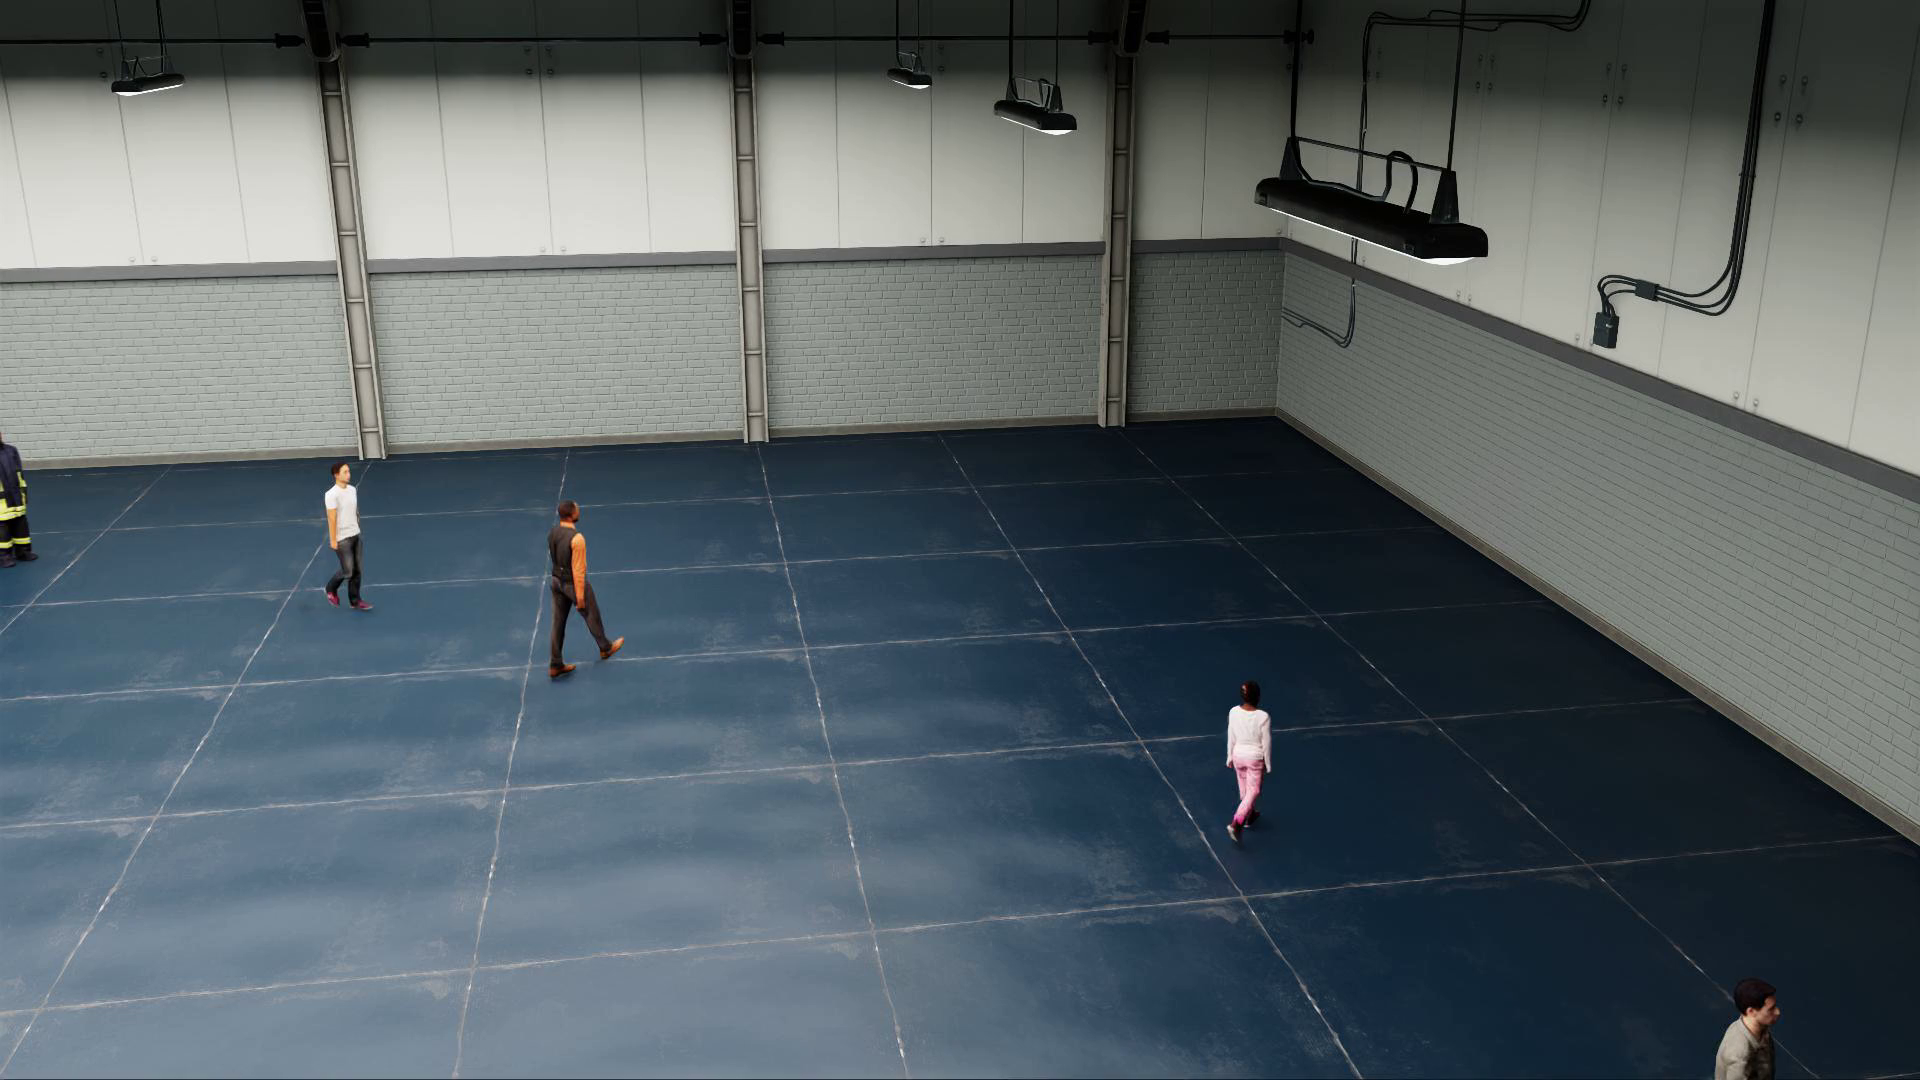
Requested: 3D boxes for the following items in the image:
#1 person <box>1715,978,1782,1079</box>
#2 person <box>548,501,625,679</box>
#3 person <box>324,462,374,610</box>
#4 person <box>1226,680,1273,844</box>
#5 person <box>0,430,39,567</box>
[{"bbox_3d":[4.204,3.255,9.227,1.178,1.842,1.167,15,23,38],"label":"person"},{"bbox_3d":[-4.181,0.548,17.500,1.200,1.866,1.280,13,22,35],"label":"person"},{"bbox_3d":[-7.245,-0.040,19.422,0.920,1.795,0.833,6,19,17],"label":"person"},{"bbox_3d":[2.440,1.874,14.139,0.921,1.425,0.983,12,22,33],"label":"person"},{"bbox_3d":[-12.130,-0.592,21.075,0.900,1.821,0.857,10,20,28],"label":"person"}]
